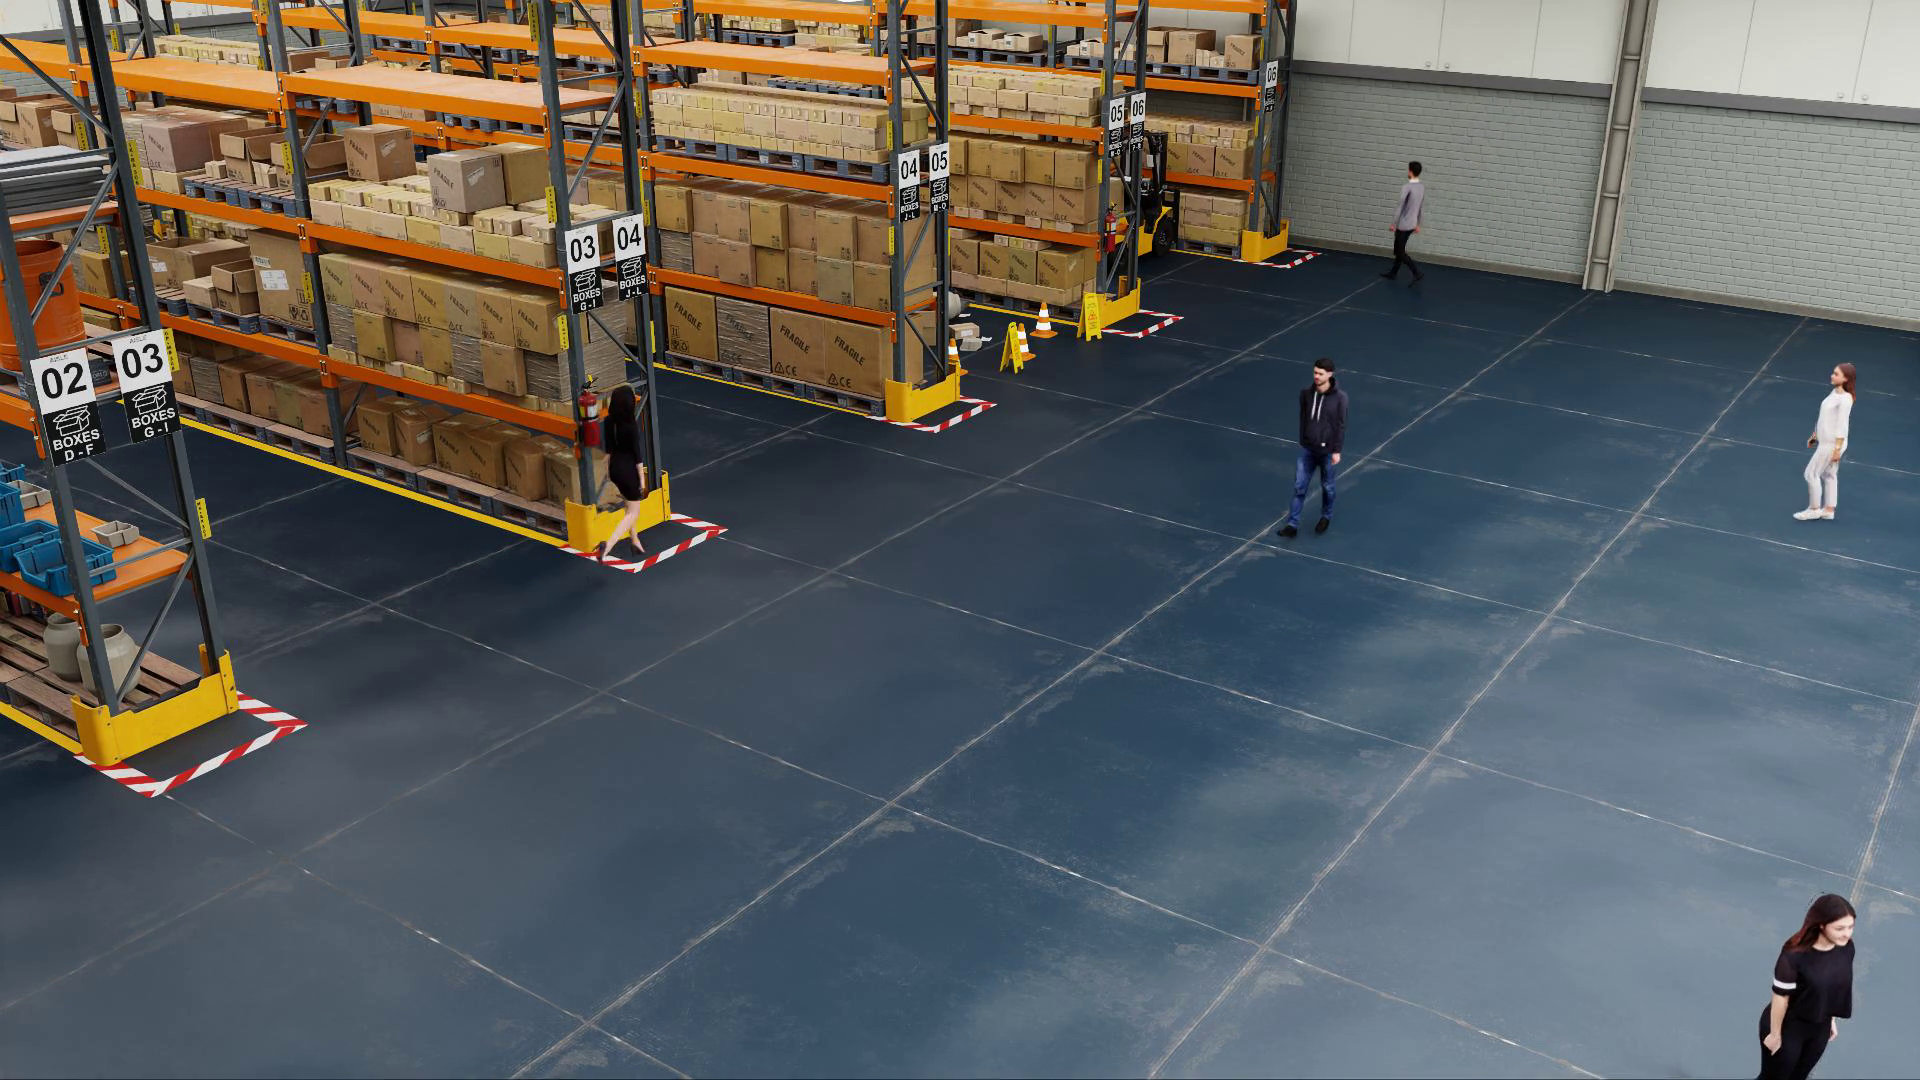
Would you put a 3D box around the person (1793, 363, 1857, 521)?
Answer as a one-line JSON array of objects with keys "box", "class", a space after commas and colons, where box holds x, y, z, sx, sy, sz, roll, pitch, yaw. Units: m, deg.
[{"box": [8.961, -0.986, 16.956, 0.744, 1.674, 0.704, 6, 24, 14], "class": "person"}]

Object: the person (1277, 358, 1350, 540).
[{"box": [3.648, -0.927, 16.591, 1.000, 1.850, 0.748, 15, 27, 31], "class": "person"}]

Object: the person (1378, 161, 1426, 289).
[{"box": [6.989, -4.903, 25.855, 1.170, 1.919, 0.836, 21, 31, 40], "class": "person"}]

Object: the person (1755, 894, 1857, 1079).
[{"box": [4.403, 2.537, 8.718, 0.714, 1.639, 0.754, -8, 24, -17], "class": "person"}]

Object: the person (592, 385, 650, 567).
[{"box": [-3.240, -0.550, 15.793, 0.946, 1.781, 0.676, 16, 28, 33], "class": "person"}]
